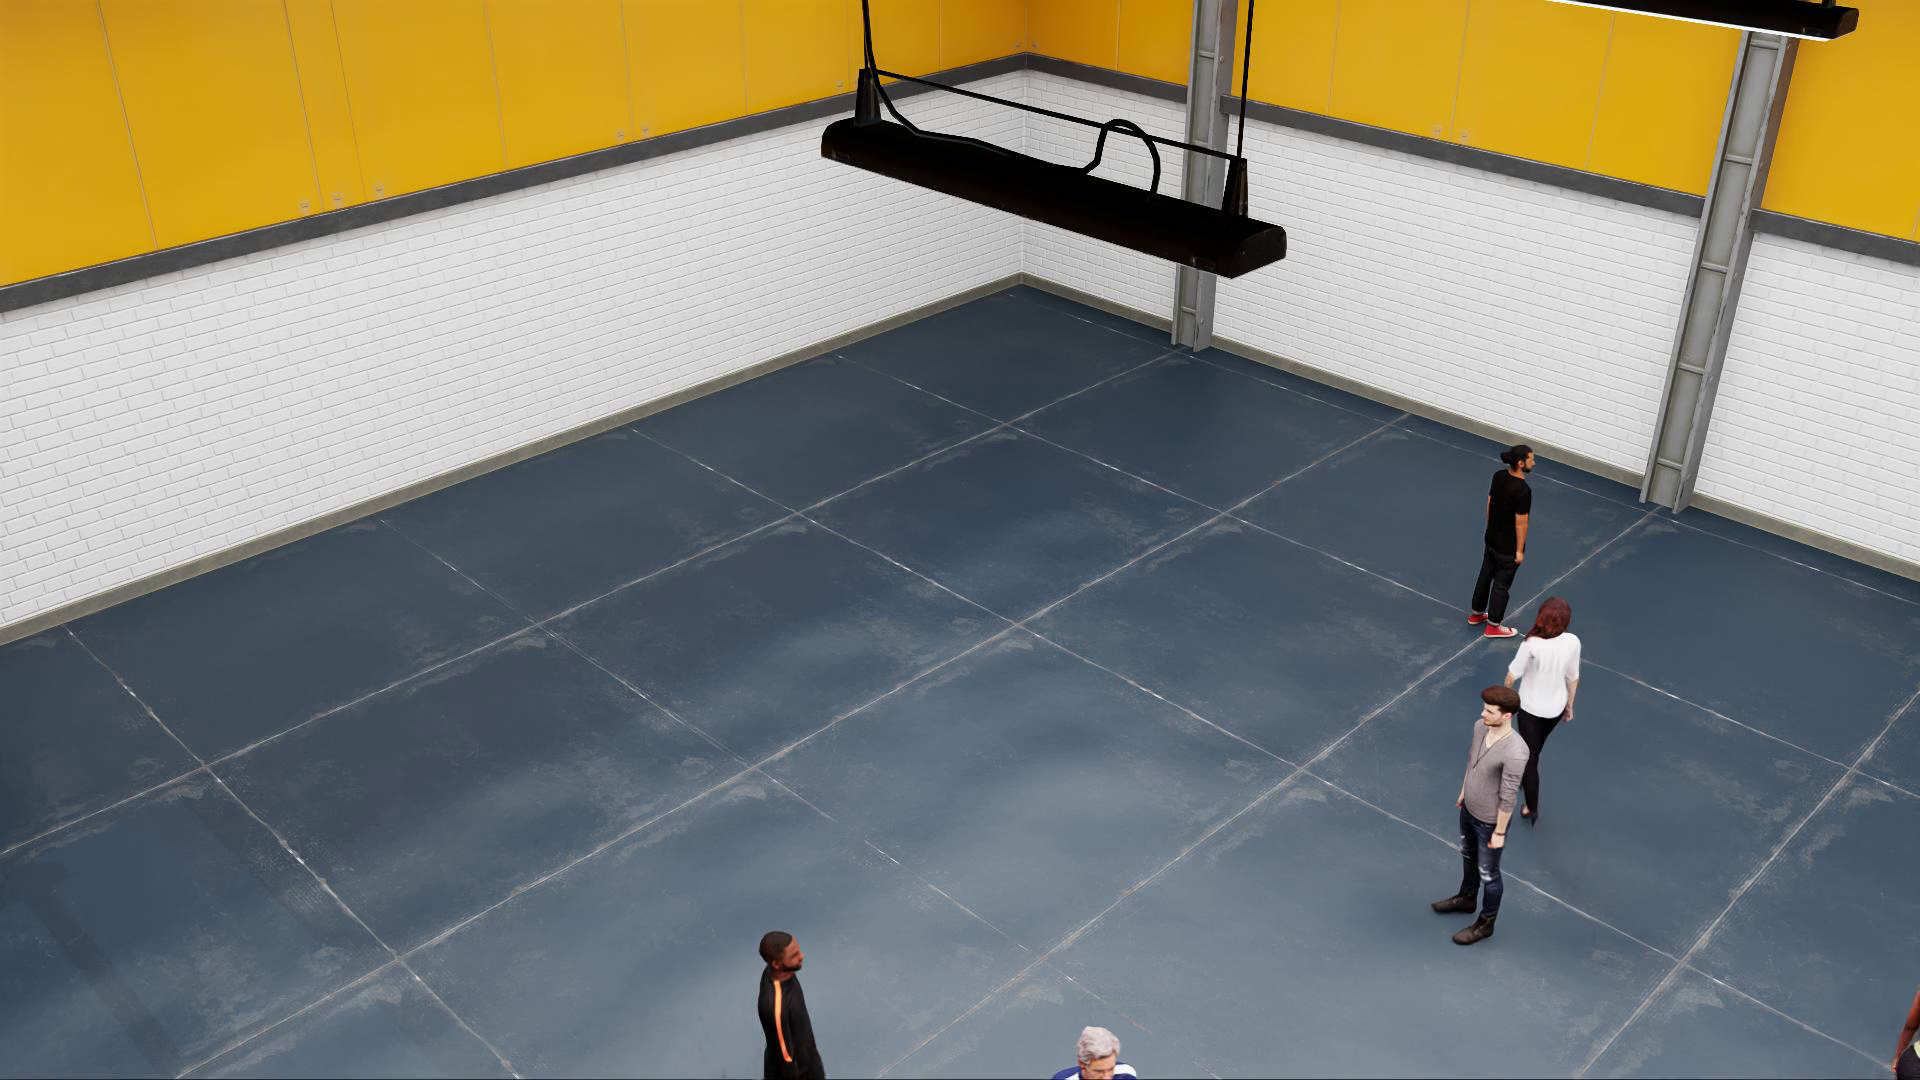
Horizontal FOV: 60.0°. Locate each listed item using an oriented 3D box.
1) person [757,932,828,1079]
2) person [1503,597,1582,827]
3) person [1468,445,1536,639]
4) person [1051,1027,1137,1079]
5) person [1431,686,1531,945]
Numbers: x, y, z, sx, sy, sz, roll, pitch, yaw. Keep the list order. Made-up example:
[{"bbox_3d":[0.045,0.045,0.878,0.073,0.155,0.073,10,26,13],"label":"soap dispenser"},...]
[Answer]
[{"bbox_3d":[-1.013,2.848,8.958,1.223,1.776,1.134,1,29,2],"label":"person"},{"bbox_3d":[4.166,1.275,11.855,1.022,1.762,1.103,-1,29,-2],"label":"person"},{"bbox_3d":[4.646,-0.003,14.207,0.762,1.755,0.628,-9,30,-16],"label":"person"},{"bbox_3d":[0.644,3.125,8.391,0.703,1.833,0.692,-10,30,-18],"label":"person"},{"bbox_3d":[3.436,1.764,10.815,0.816,1.901,0.691,-7,29,-12],"label":"person"}]
